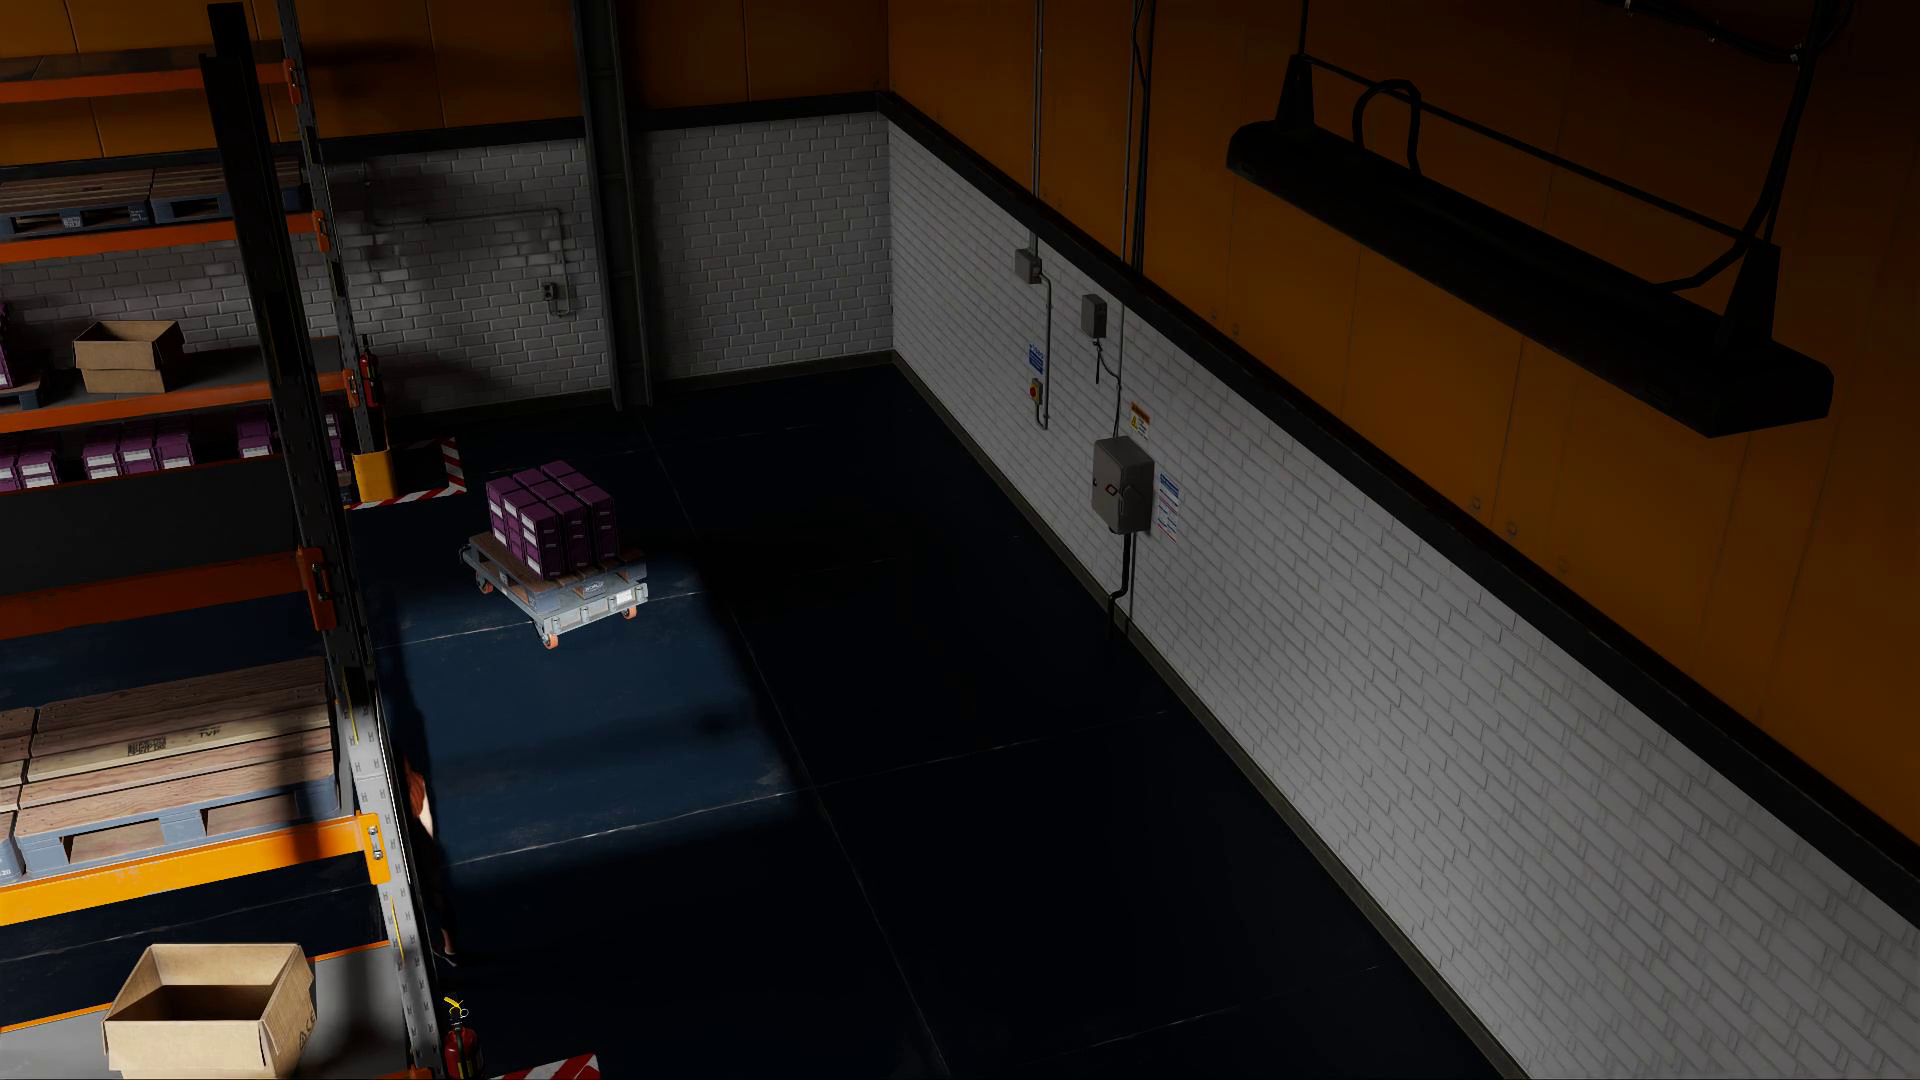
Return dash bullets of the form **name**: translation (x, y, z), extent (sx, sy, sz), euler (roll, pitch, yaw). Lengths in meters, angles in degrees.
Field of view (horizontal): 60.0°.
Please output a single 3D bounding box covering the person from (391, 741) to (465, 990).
- **person**: translation (-3.243, 1.909, 9.833), extent (0.707, 1.726, 0.643), euler (13, 31, 22)
